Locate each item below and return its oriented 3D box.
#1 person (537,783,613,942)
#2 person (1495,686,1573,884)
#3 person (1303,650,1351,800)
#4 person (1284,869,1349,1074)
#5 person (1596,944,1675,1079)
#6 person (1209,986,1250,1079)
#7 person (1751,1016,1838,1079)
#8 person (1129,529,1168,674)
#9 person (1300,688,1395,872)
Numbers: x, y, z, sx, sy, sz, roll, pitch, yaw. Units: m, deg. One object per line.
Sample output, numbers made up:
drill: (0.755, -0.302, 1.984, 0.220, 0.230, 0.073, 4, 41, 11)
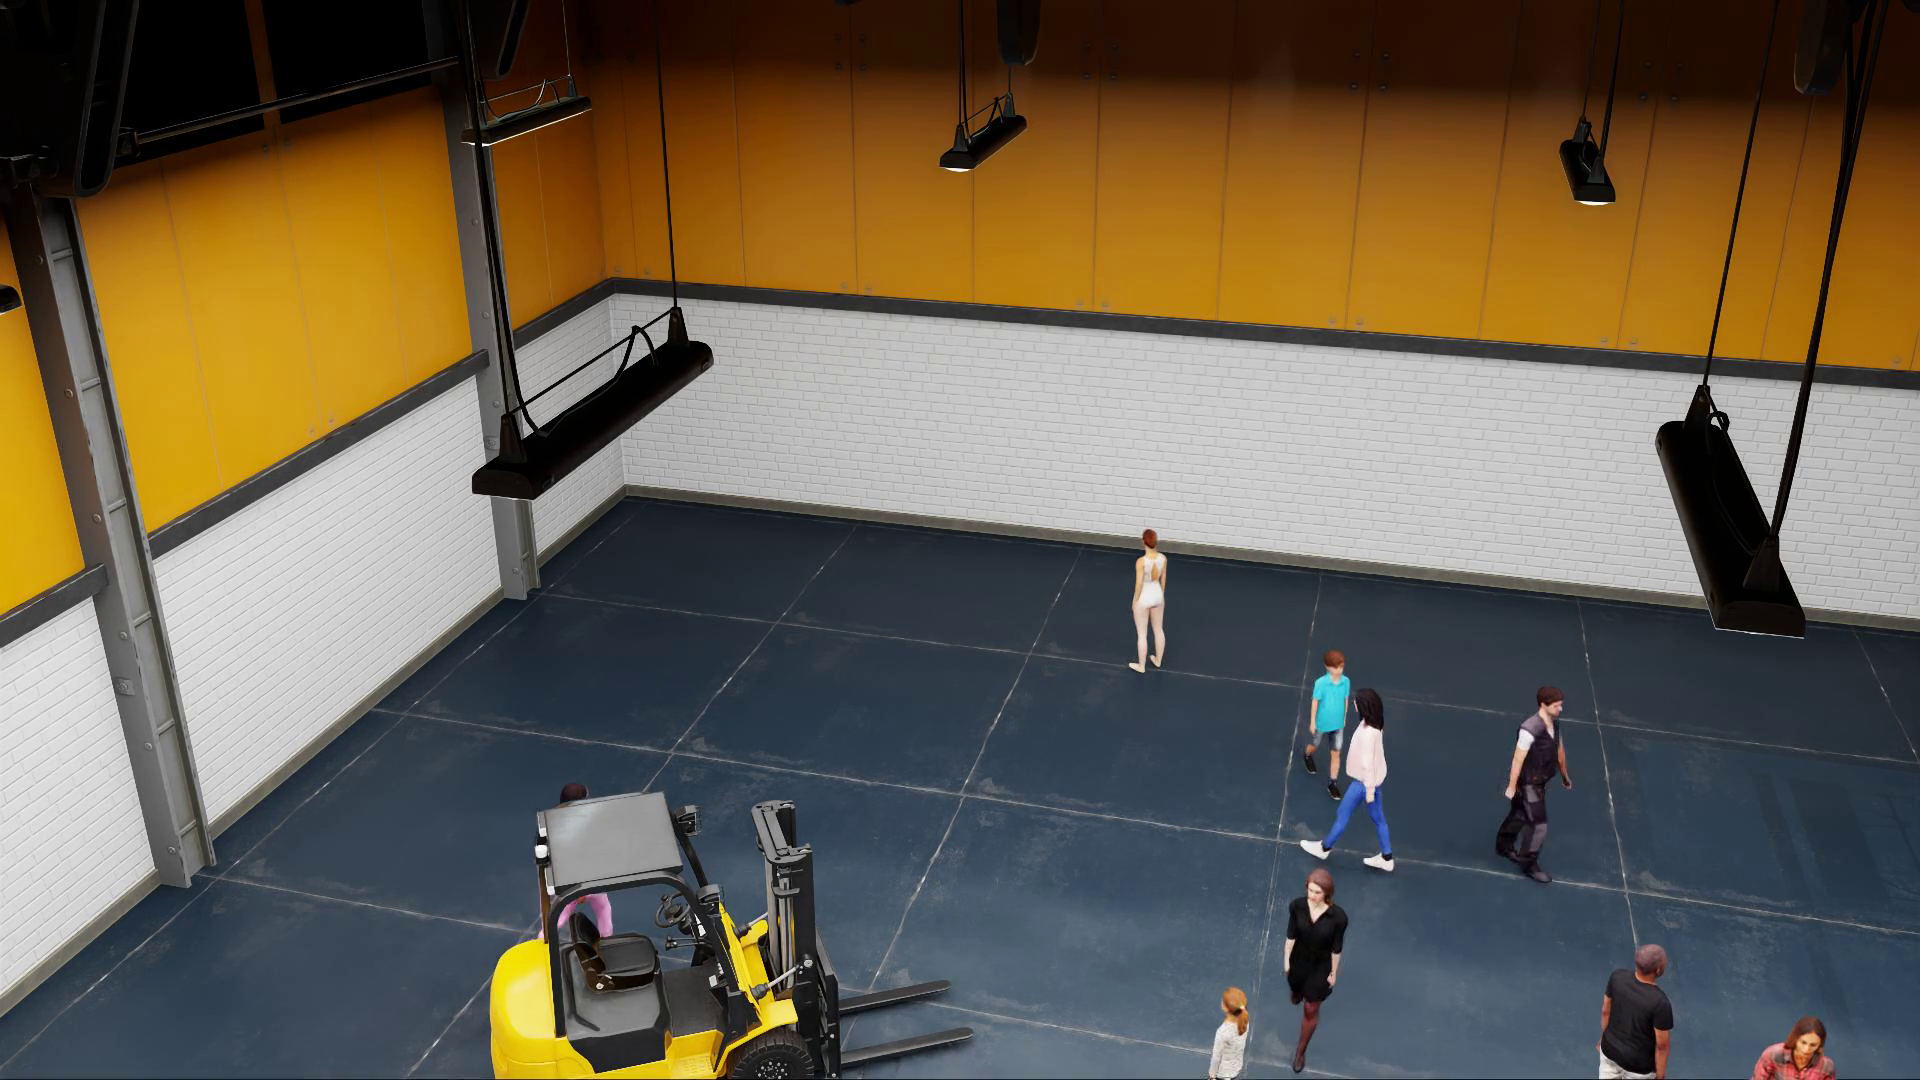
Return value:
person: (-3.082, 2.709, 13.100, 1.168, 1.714, 1.068, -15, 28, -31)
person: (4.896, 2.037, 14.497, 0.949, 1.827, 0.926, 19, 30, 36)
person: (3.477, 1.683, 15.808, 0.761, 1.425, 1.022, -3, 24, -7)
person: (2.618, 3.096, 12.255, 0.700, 1.683, 0.967, 12, 26, 25)
person: (4.506, 3.485, 11.213, 0.806, 1.804, 0.753, -14, 27, -29)
person: (1.880, 3.669, 11.415, 0.767, 1.304, 0.750, -22, 32, -40)
person: (5.369, 3.714, 10.837, 0.644, 1.685, 0.806, 9, 25, 19)
person: (2.045, 0.648, 17.902, 0.613, 1.643, 0.668, -12, 26, -26)
person: (3.618, 2.127, 14.414, 0.892, 1.728, 1.049, 11, 26, 24)
